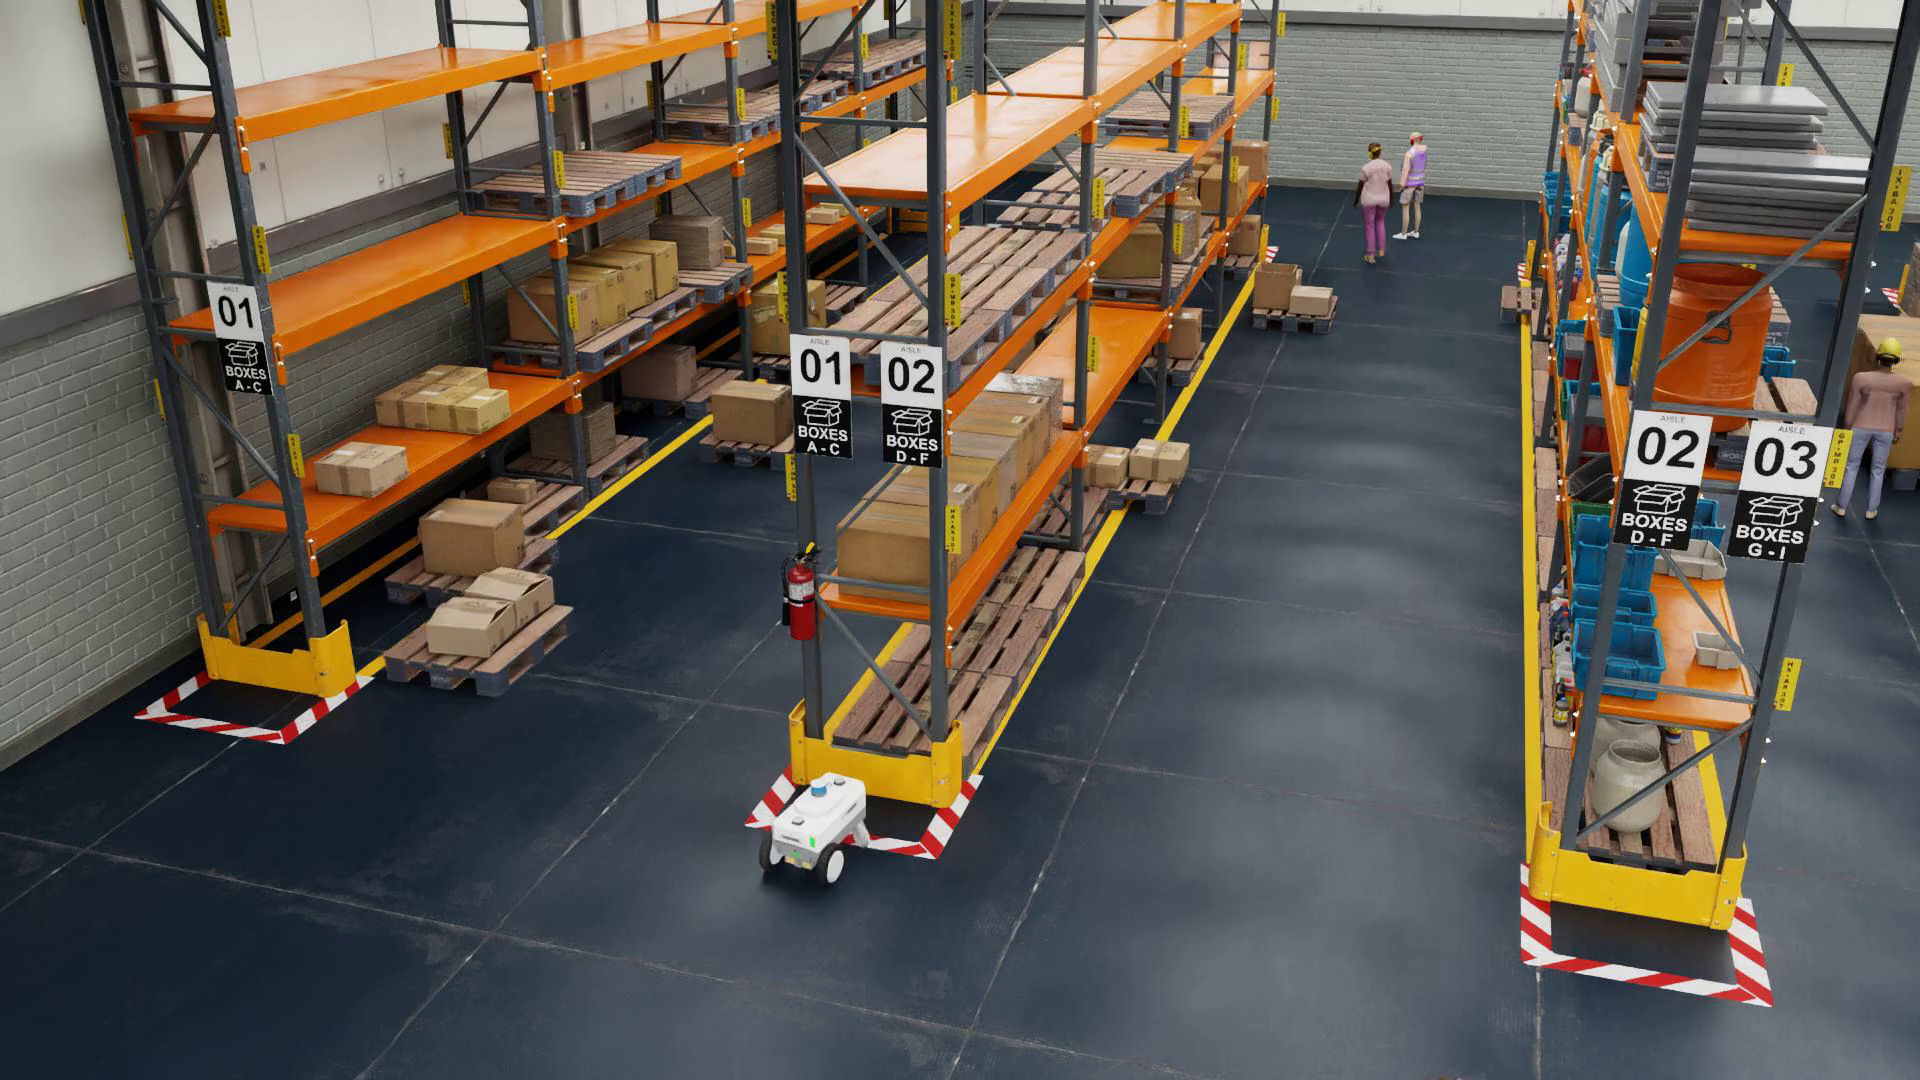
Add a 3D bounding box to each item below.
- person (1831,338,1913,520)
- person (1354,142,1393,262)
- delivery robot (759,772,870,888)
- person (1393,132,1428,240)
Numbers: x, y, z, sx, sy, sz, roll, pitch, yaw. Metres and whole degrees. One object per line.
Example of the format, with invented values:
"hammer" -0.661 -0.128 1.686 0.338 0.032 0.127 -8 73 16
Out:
"person" 8.615 -1.047 15.710 0.521 1.768 0.308 9 25 20
"person" 6.235 -5.093 25.061 0.552 1.777 0.476 -4 24 -8
"delivery robot" -0.890 1.811 10.602 0.525 0.587 0.744 11 26 24
"person" 7.181 -5.619 26.412 0.491 1.688 0.348 -14 27 -29
